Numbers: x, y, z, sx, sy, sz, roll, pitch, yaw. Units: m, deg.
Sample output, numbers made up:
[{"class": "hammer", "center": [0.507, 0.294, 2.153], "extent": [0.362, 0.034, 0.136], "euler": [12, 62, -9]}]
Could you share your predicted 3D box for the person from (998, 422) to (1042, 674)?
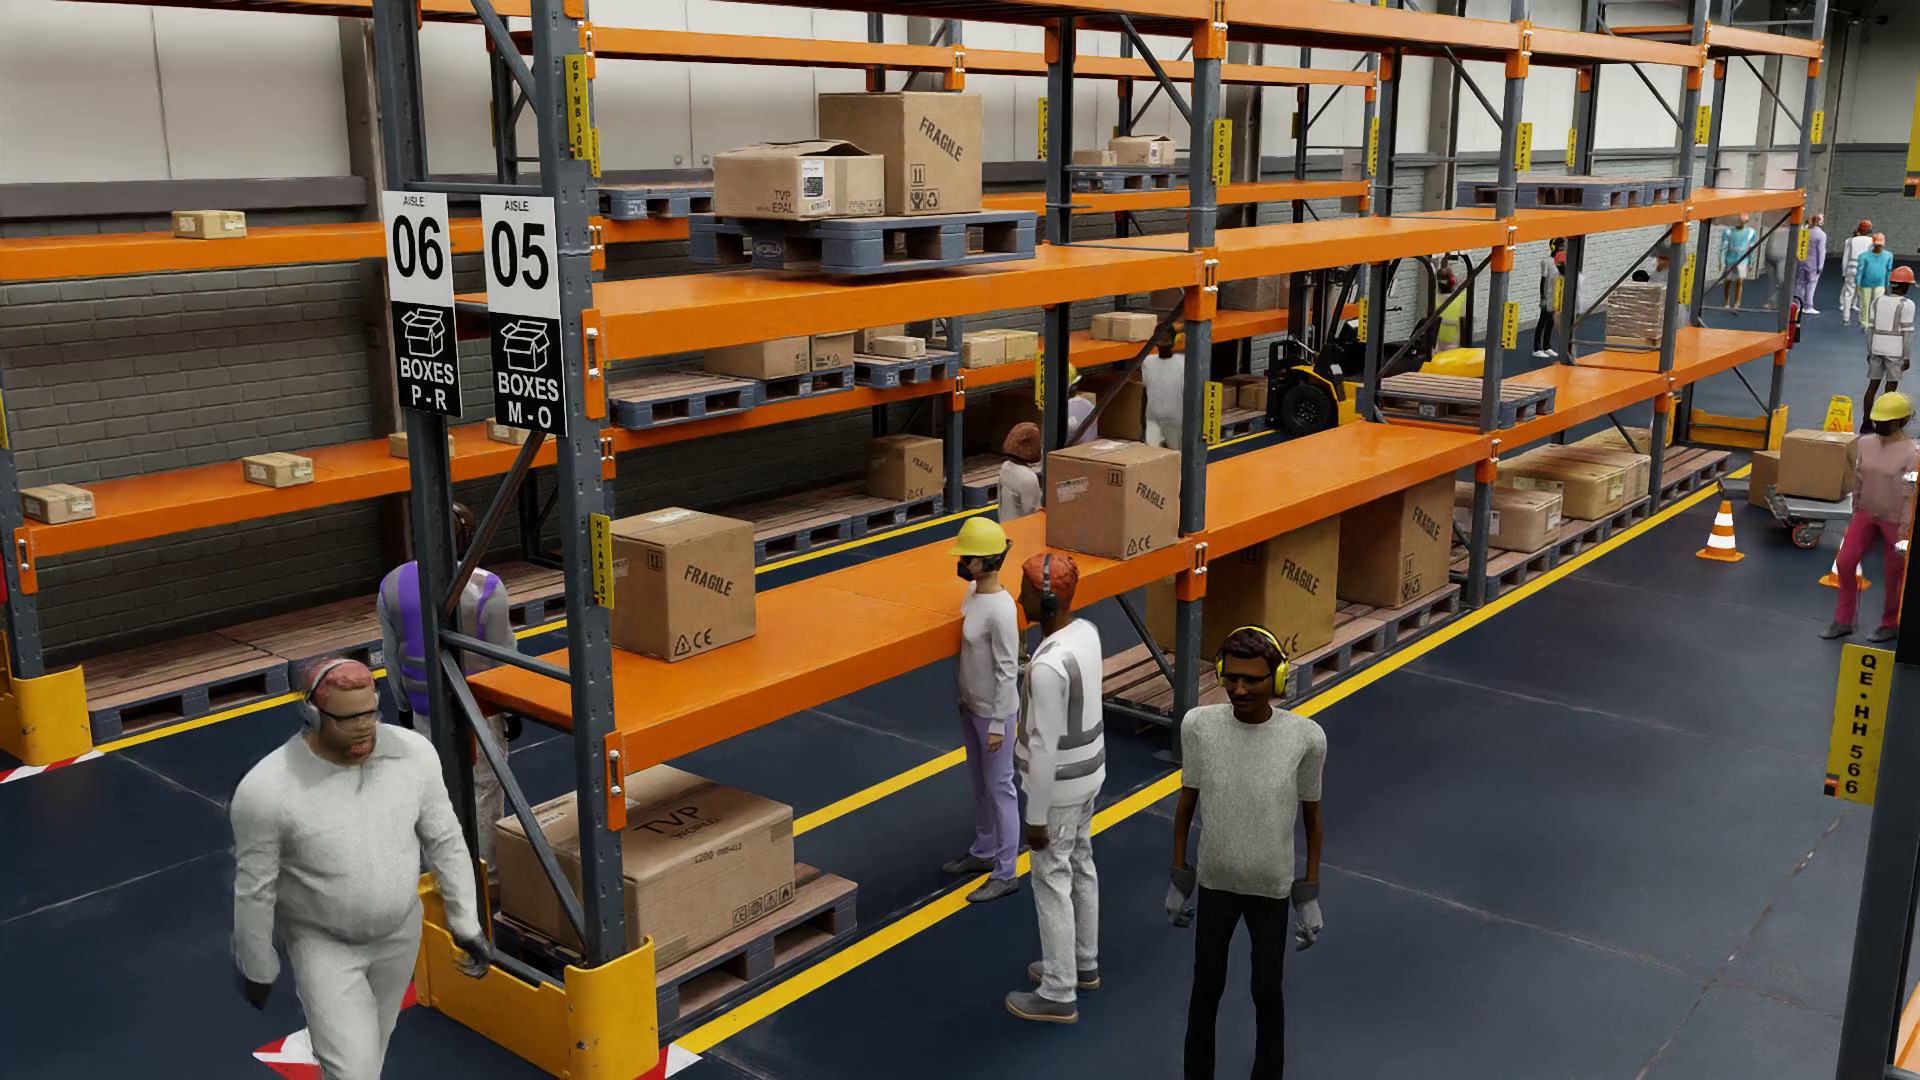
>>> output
[{"class": "person", "center": [0.397, 0.048, 10.711], "extent": [0.264, 1.632, 0.508], "euler": [-5, 15, -20]}]

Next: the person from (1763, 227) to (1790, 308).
[{"class": "person", "center": [16.118, -5.568, 32.737], "extent": [0.539, 2.000, 0.684], "euler": [-6, 15, -23]}]

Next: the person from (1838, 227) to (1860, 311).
[{"class": "person", "center": [17.453, -5.293, 32.450], "extent": [0.522, 1.638, 0.310], "euler": [-1, 14, -5]}]

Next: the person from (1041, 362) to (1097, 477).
[{"class": "person", "center": [0.791, -0.429, 12.271], "extent": [0.413, 1.819, 0.616], "euler": [8, 16, 29]}]

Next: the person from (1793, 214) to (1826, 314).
[{"class": "person", "center": [16.378, -5.306, 31.977], "extent": [0.399, 1.900, 0.644], "euler": [-4, 14, -16]}]

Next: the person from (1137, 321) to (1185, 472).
[{"class": "person", "center": [1.850, -1.059, 14.839], "extent": [0.528, 1.832, 0.879], "euler": [5, 15, 21]}]

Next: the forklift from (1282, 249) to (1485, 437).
[{"class": "forklift", "center": [4.886, -2.214, 18.767], "extent": [2.313, 2.155, 1.214], "euler": [11, 18, 38]}]

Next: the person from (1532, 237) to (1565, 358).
[{"class": "person", "center": [9.143, -3.758, 25.751], "extent": [0.513, 1.861, 0.322], "euler": [-11, 18, -38]}]

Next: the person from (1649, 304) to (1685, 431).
[{"class": "person", "center": [8.307, -2.207, 19.416], "extent": [0.312, 1.865, 0.533], "euler": [8, 16, 29]}]

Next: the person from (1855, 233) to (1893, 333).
[{"class": "person", "center": [15.741, -4.407, 28.651], "extent": [0.584, 1.722, 0.711], "euler": [5, 15, 18]}]

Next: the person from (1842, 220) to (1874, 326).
[{"class": "person", "center": [16.145, -4.782, 29.867], "extent": [0.575, 1.882, 0.359], "euler": [13, 19, 42]}]

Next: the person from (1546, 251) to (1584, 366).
[{"class": "person", "center": [9.065, -3.462, 24.844], "extent": [0.774, 1.714, 0.592], "euler": [-11, 17, -37]}]

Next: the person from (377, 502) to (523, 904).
[{"class": "person", "center": [-2.254, 0.733, 7.495], "extent": [0.634, 1.841, 0.429], "euler": [3, 14, 12]}]

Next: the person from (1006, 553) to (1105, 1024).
[{"class": "person", "center": [0.386, 0.961, 6.503], "extent": [0.345, 1.876, 0.576], "euler": [6, 15, 22]}]

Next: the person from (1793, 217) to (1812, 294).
[{"class": "person", "center": [18.254, -6.116, 35.810], "extent": [0.268, 1.632, 0.506], "euler": [-4, 14, -17]}]

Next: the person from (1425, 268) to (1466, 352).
[{"class": "person", "center": [5.989, -2.448, 20.493], "extent": [0.584, 1.812, 0.727], "euler": [12, 18, 39]}]

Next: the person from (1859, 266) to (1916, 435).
[{"class": "person", "center": [10.682, -2.164, 19.093], "extent": [0.376, 1.936, 0.549], "euler": [-5, 15, -21]}]

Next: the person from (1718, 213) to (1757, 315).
[{"class": "person", "center": [14.950, -5.372, 32.046], "extent": [0.624, 1.999, 1.032], "euler": [5, 15, 18]}]

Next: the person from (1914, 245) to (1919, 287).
[{"class": "person", "center": [21.758, -6.603, 37.279], "extent": [0.572, 1.883, 0.358], "euler": [-2, 14, -9]}]

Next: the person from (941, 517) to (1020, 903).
[{"class": "person", "center": [0.102, 0.760, 7.542], "extent": [0.314, 1.768, 0.526], "euler": [-5, 15, -18]}]

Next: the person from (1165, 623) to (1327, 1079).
[{"class": "person", "center": [0.963, 1.177, 5.633], "extent": [0.533, 1.868, 0.310], "euler": [4, 14, 17]}]

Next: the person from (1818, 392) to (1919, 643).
[{"class": "person", "center": [6.178, -0.133, 11.221], "extent": [0.683, 1.736, 0.547], "euler": [-6, 15, -25]}]

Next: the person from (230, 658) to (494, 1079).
[{"class": "person", "center": [-1.816, 1.283, 5.184], "extent": [0.889, 1.863, 0.654], "euler": [12, 18, 40]}]
